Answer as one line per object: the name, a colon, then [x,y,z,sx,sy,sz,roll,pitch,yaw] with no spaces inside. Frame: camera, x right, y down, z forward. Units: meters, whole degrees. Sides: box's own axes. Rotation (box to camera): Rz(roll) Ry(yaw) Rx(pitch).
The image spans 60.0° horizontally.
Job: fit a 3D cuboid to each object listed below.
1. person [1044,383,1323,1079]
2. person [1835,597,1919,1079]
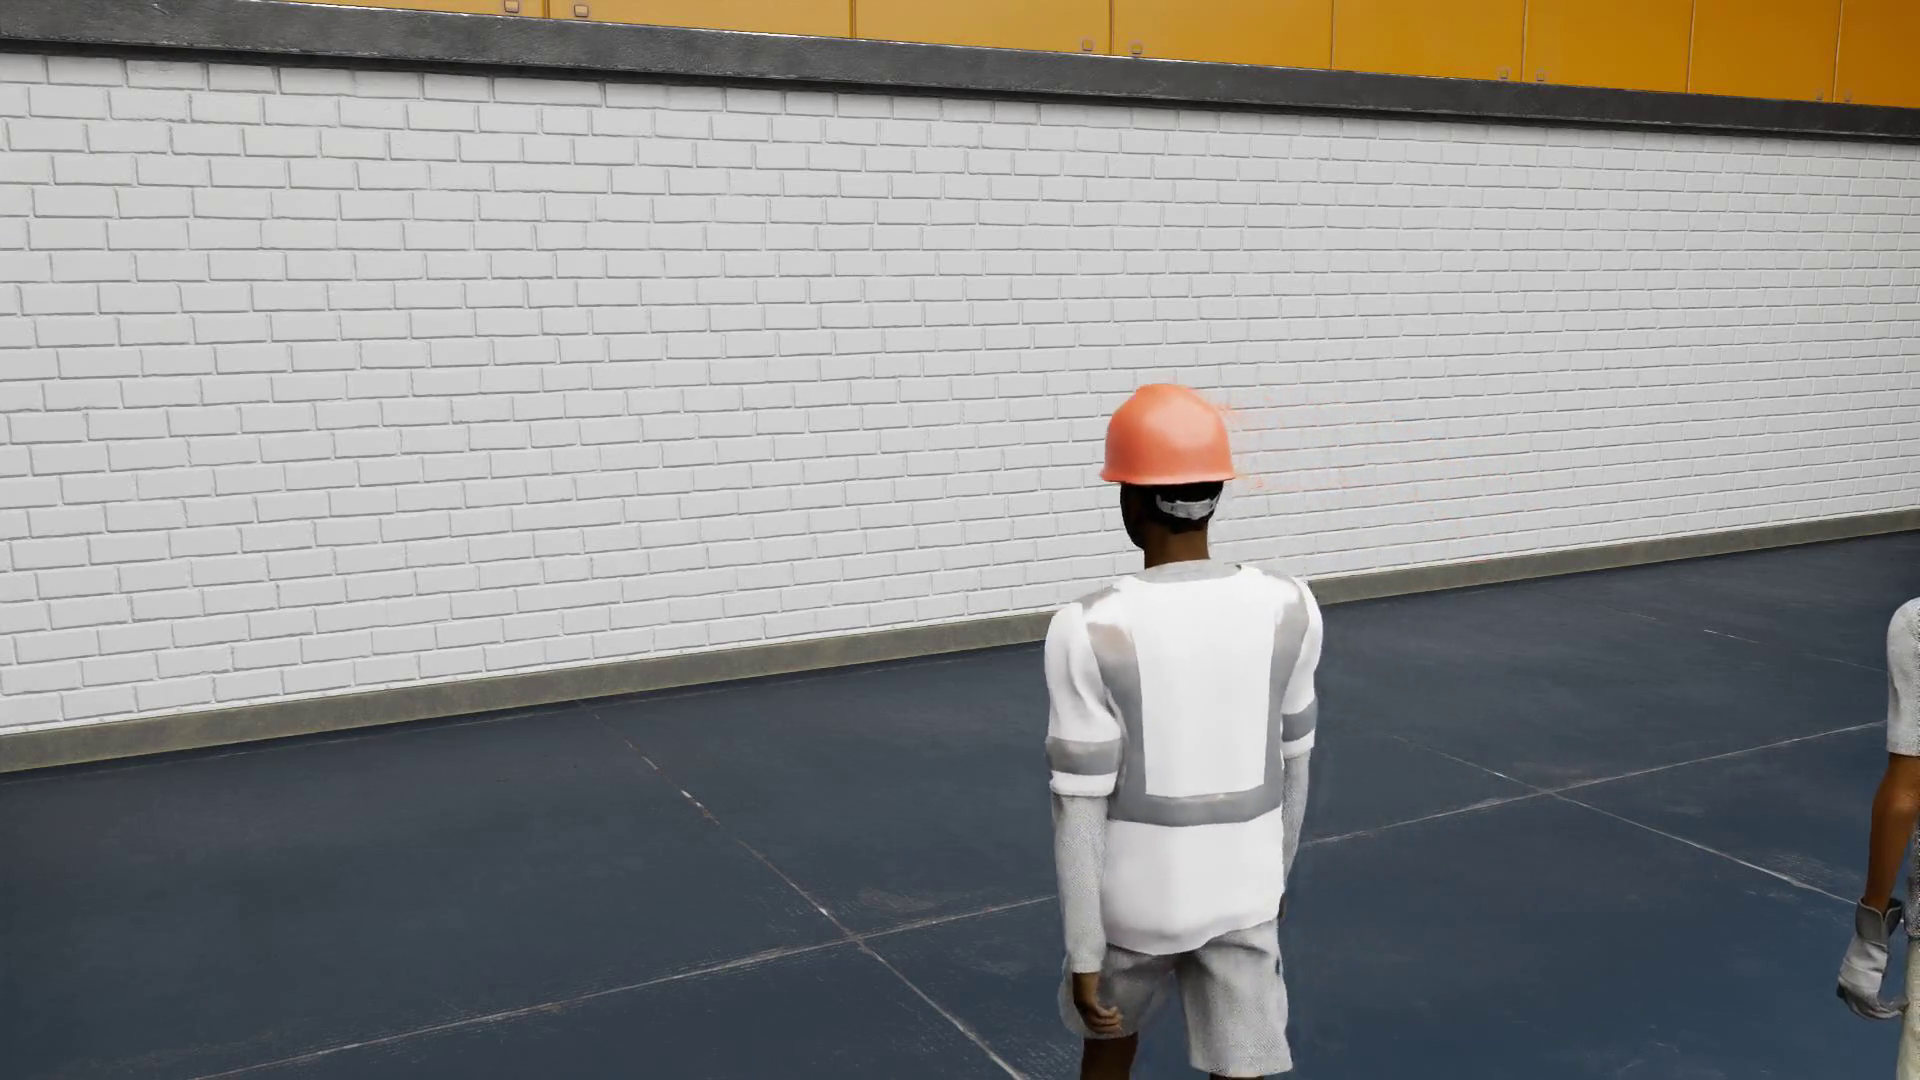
person: [0.424,0.660,3.088,0.546,1.898,0.981,-2,10,-11]
person: [1.838,0.703,2.945,0.516,1.857,0.334,1,10,3]
